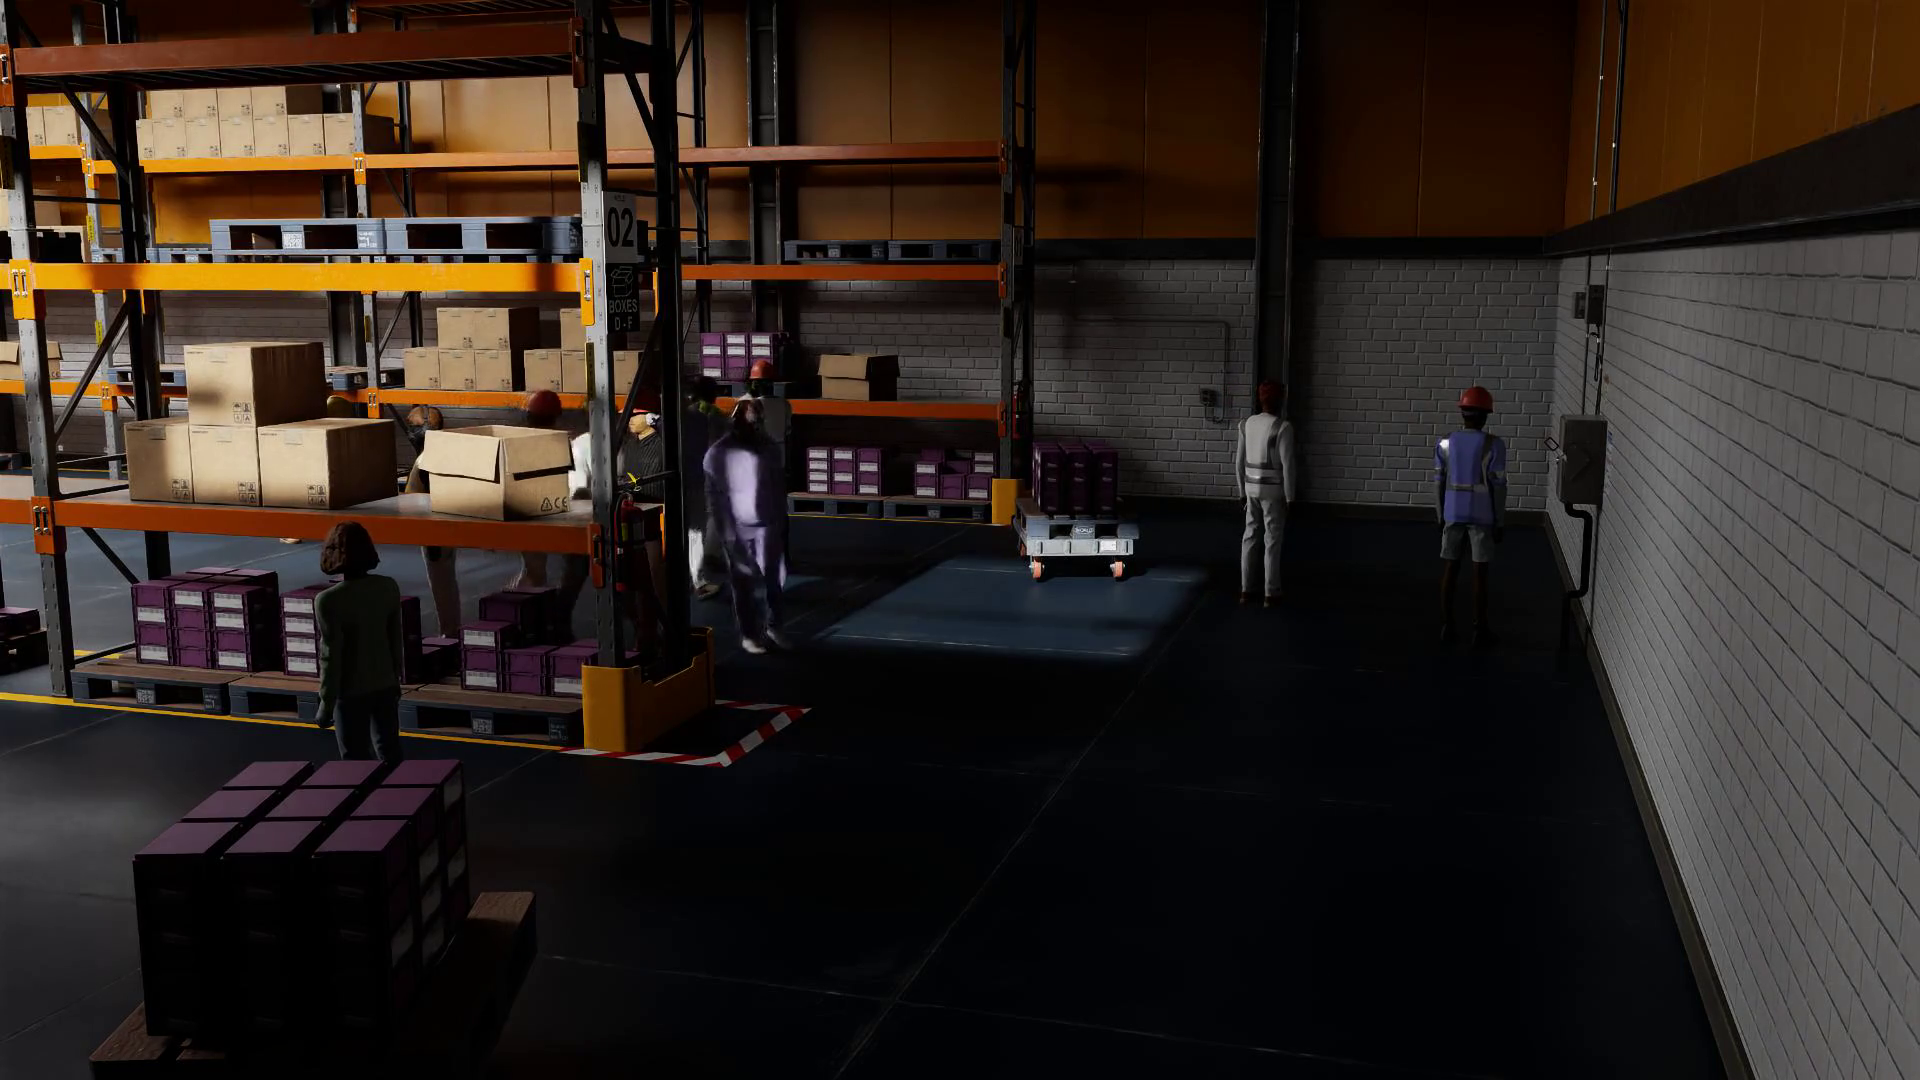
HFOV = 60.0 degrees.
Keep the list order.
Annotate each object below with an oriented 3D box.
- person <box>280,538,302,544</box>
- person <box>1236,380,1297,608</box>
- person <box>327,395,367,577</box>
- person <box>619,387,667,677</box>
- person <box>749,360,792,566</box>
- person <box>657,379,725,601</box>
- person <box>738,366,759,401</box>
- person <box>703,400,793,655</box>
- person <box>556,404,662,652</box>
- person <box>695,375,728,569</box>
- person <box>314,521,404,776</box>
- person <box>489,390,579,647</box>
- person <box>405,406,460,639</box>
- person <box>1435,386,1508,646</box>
[{"bbox_3d":[-6.786,-0.890,17.018,0.429,1.839,0.629,4,10,21],"label":"person"},{"bbox_3d":[2.544,-0.384,13.792,0.337,1.883,0.584,-7,12,-38],"label":"person"},{"bbox_3d":[-4.741,-0.192,12.766,0.404,1.837,0.587,-2,9,-11],"label":"person"},{"bbox_3d":[-2.150,-0.062,11.494,0.377,1.995,0.608,-9,13,-43],"label":"person"},{"bbox_3d":[-1.835,-0.718,15.666,0.370,1.935,0.552,8,12,41],"label":"person"},{"bbox_3d":[-2.371,-0.434,14.148,0.666,1.872,1.048,-9,13,-43],"label":"person"},{"bbox_3d":[-2.059,-0.795,16.414,0.439,1.846,0.656,-4,10,-25],"label":"person"},{"bbox_3d":[-1.513,-0.077,11.988,0.679,1.877,0.496,-6,11,-33],"label":"person"},{"bbox_3d":[-2.551,-0.081,11.939,1.043,1.873,0.656,5,11,29],"label":"person"},{"bbox_3d":[-2.395,-0.611,15.395,0.709,1.812,0.489,6,11,32],"label":"person"},{"bbox_3d":[-2.810,0.722,7.809,0.269,1.632,0.504,4,10,25],"label":"person"},{"bbox_3d":[-3.135,-0.133,12.137,1.048,1.936,0.663,7,12,37],"label":"person"},{"bbox_3d":[-3.756,-0.045,11.898,0.430,1.835,0.618,-2,10,-14],"label":"person"},{"bbox_3d":[3.805,-0.178,12.388,0.543,1.933,0.363,7,12,38],"label":"person"}]
